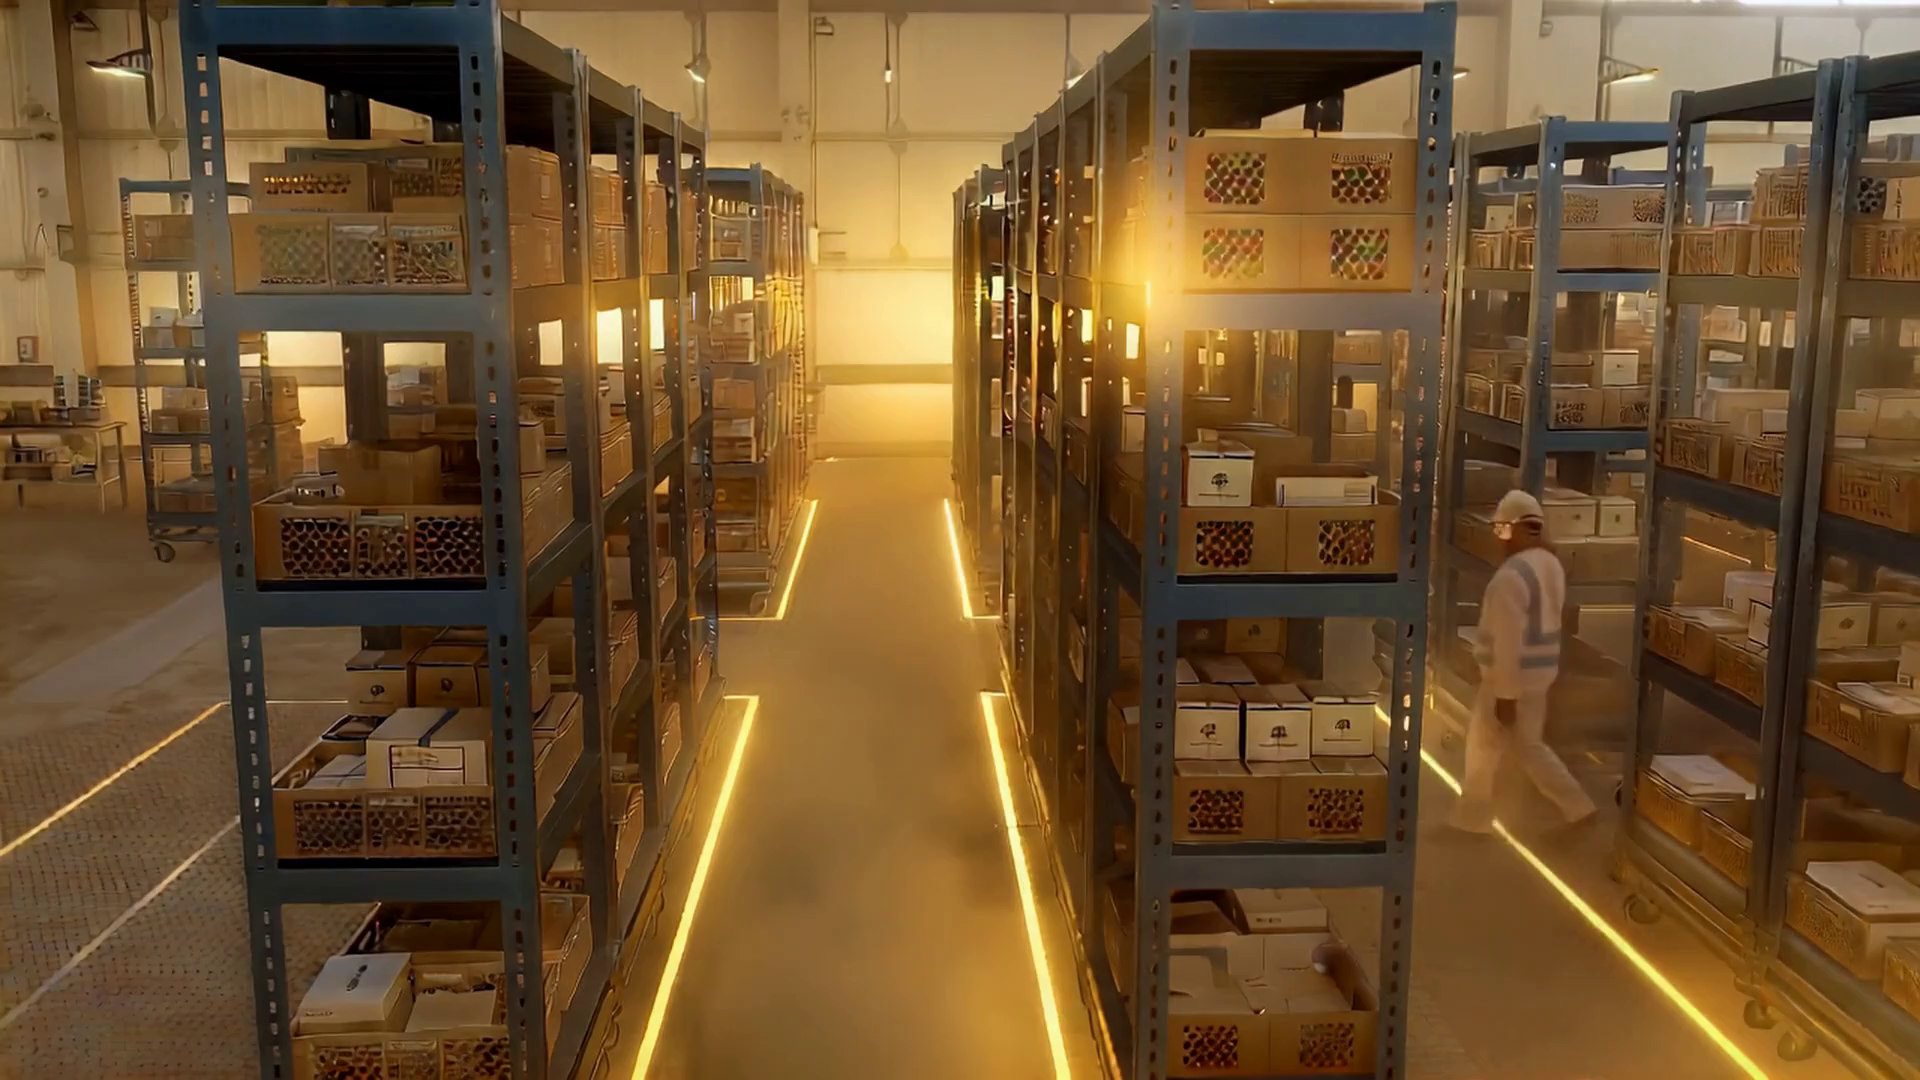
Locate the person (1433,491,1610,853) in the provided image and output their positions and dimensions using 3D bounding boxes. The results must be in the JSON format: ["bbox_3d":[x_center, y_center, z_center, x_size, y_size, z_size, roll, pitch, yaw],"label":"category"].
[{"bbox_3d":[2.804,0.664,8.144,0.766,1.796,0.602,9,13,41],"label":"person"}]
